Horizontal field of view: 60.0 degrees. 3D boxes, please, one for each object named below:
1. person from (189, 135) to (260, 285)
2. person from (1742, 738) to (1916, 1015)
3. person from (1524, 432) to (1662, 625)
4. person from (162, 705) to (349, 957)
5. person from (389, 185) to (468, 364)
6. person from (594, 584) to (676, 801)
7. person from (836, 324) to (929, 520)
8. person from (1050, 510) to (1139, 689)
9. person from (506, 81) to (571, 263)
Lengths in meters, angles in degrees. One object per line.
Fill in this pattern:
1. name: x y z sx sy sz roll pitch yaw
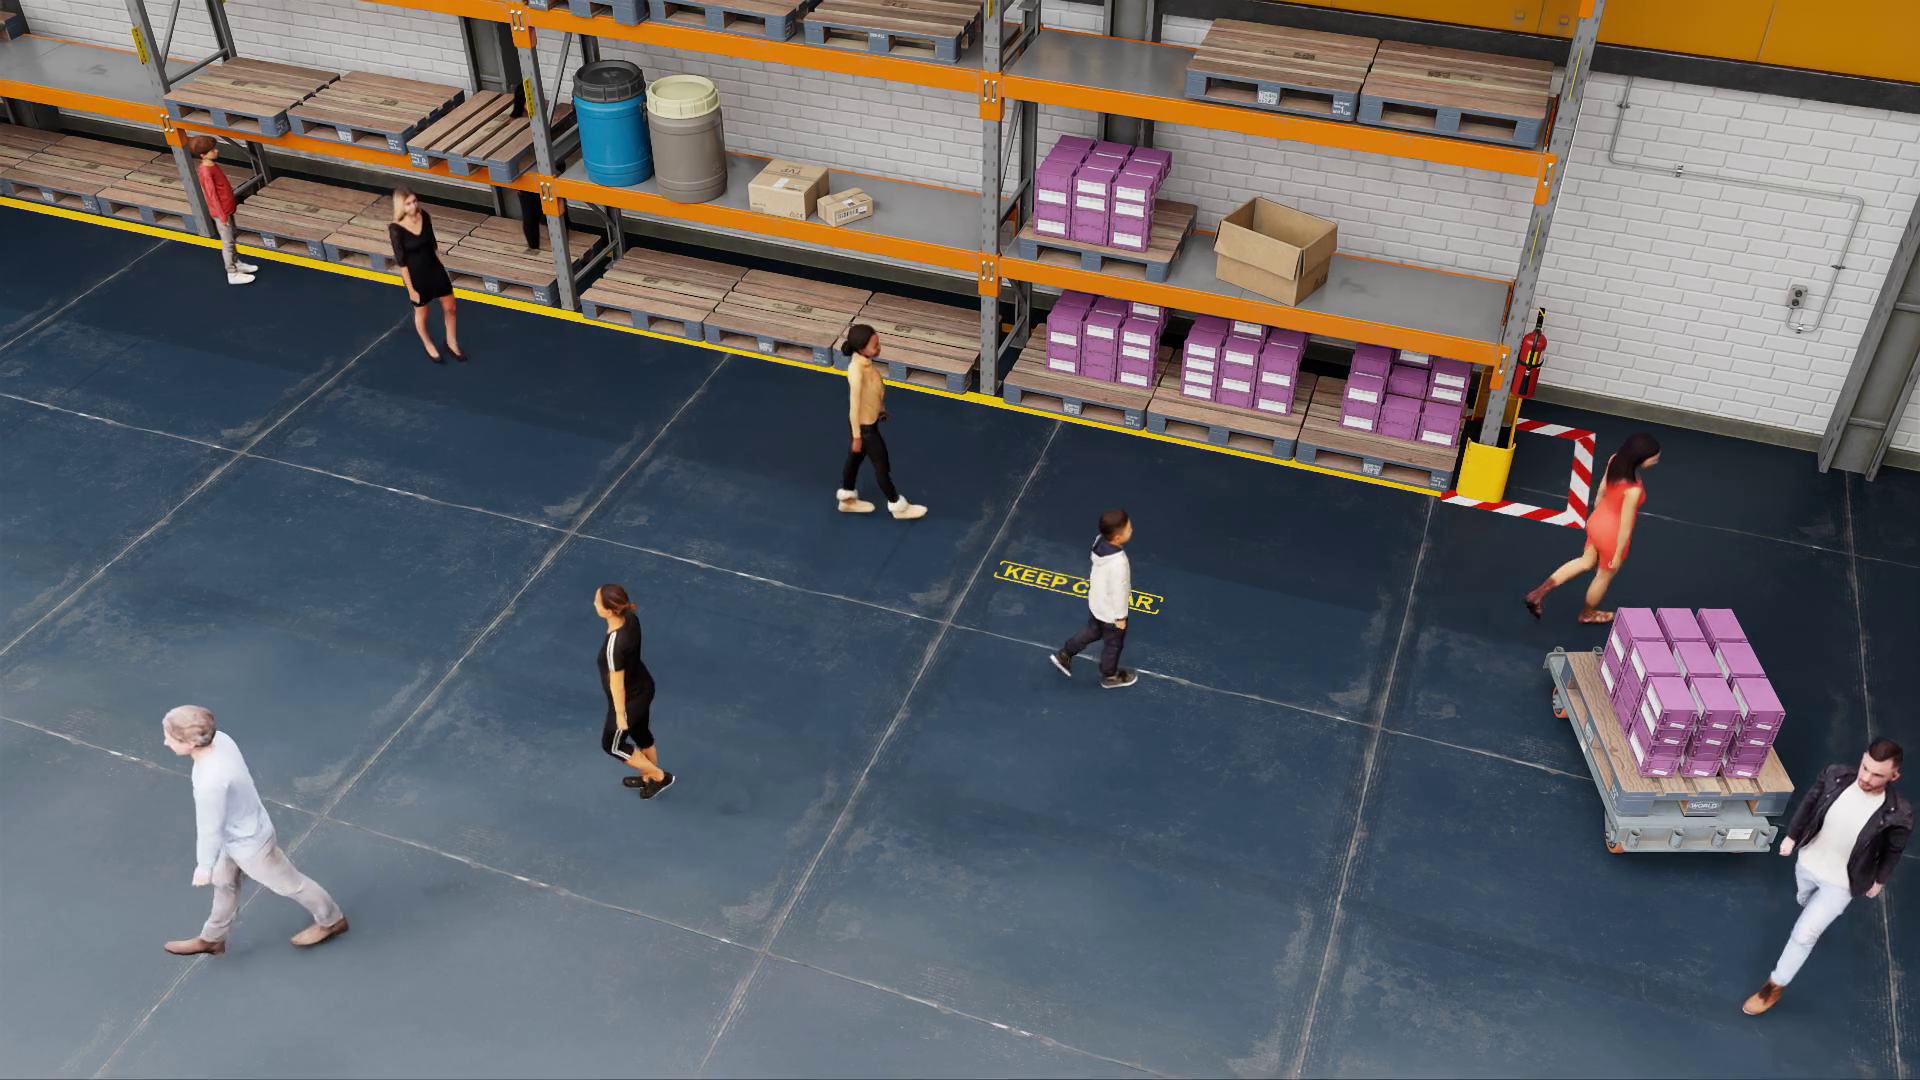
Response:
1. person: -6.670 -2.995 14.998 0.615 1.415 0.580 -10 40 -12
2. person: 4.665 1.688 8.816 1.143 1.813 1.179 -23 44 -27
3. person: 4.224 -0.023 11.049 1.034 1.700 0.869 -7 39 -9
4. person: -3.739 1.575 8.930 1.197 1.846 1.161 -18 42 -21
5. person: -4.510 -2.206 13.815 0.725 1.658 0.686 26 45 29
6. person: -1.891 0.933 9.884 0.685 1.659 0.655 5 39 6
7. person: -0.775 -0.850 12.131 1.014 1.642 0.791 2 39 2
8. person: 0.891 0.408 10.718 0.925 1.440 0.821 -8 39 -9
9. person: -3.815 -3.309 15.072 0.776 1.814 0.825 -19 42 -22
